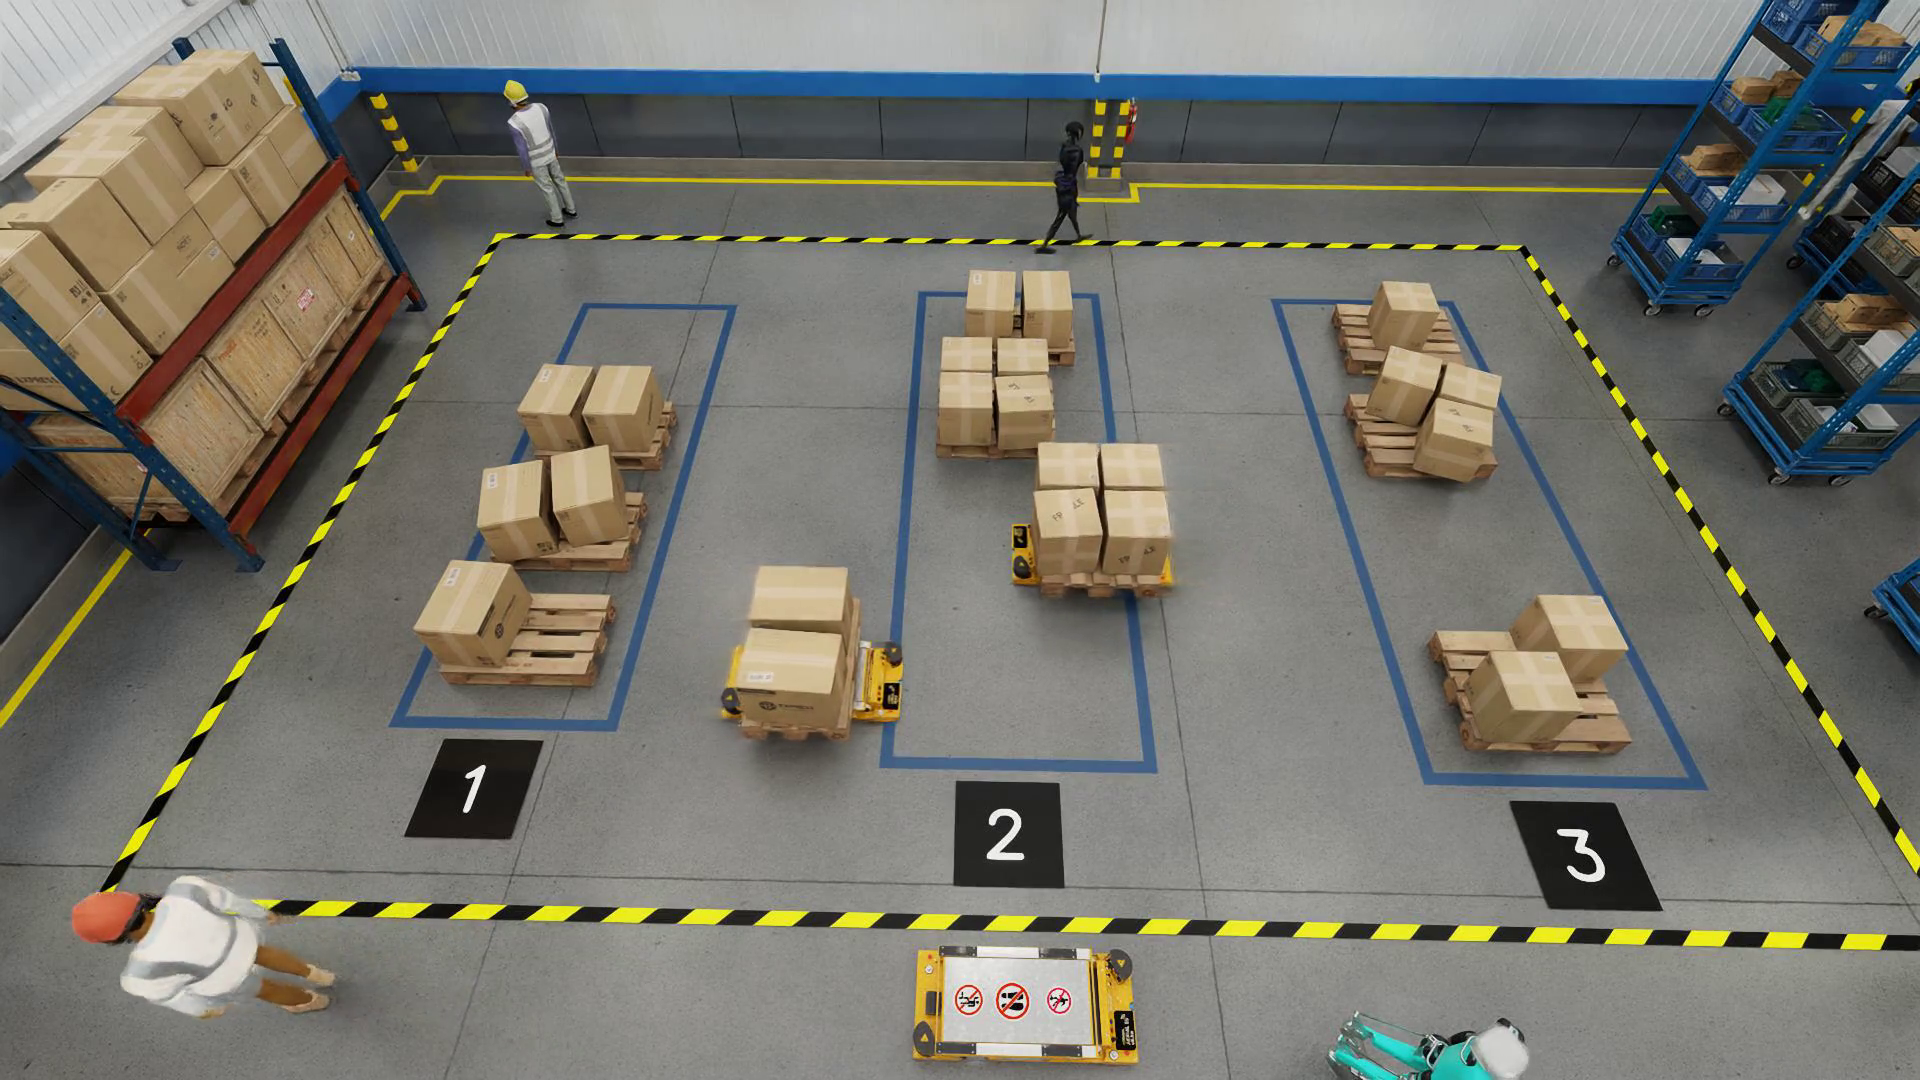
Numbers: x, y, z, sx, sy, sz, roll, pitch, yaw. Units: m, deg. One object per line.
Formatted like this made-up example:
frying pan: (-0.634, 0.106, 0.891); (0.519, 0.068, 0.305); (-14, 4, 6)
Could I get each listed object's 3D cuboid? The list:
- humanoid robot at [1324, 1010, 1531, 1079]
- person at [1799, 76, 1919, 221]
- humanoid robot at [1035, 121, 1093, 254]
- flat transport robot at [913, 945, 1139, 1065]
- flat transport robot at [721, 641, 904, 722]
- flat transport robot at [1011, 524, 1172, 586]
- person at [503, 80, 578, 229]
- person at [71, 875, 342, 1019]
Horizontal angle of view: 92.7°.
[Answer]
humanoid robot: (2.452, 2.857, 5.123); (0.533, 1.677, 0.735); (-37, 60, -26)
person: (11.300, -4.818, 11.388); (0.509, 1.860, 0.319); (27, 56, 20)
humanoid robot: (1.328, -4.224, 11.046); (0.774, 1.623, 0.585); (-6, 51, -5)
flat transport robot: (0.422, 3.041, 6.007); (1.431, 0.231, 0.659); (1, 51, 1)
flat transport robot: (-1.194, 1.145, 7.534); (1.431, 0.197, 0.652); (1, 51, 1)
flat transport robot: (1.194, 0.098, 8.388); (1.431, 0.197, 0.652); (1, 51, 1)
person: (-5.212, -4.762, 11.355); (0.404, 1.837, 0.589); (21, 54, 16)
person: (-4.340, 2.447, 5.351); (0.436, 2.028, 0.629); (0, 51, 0)
